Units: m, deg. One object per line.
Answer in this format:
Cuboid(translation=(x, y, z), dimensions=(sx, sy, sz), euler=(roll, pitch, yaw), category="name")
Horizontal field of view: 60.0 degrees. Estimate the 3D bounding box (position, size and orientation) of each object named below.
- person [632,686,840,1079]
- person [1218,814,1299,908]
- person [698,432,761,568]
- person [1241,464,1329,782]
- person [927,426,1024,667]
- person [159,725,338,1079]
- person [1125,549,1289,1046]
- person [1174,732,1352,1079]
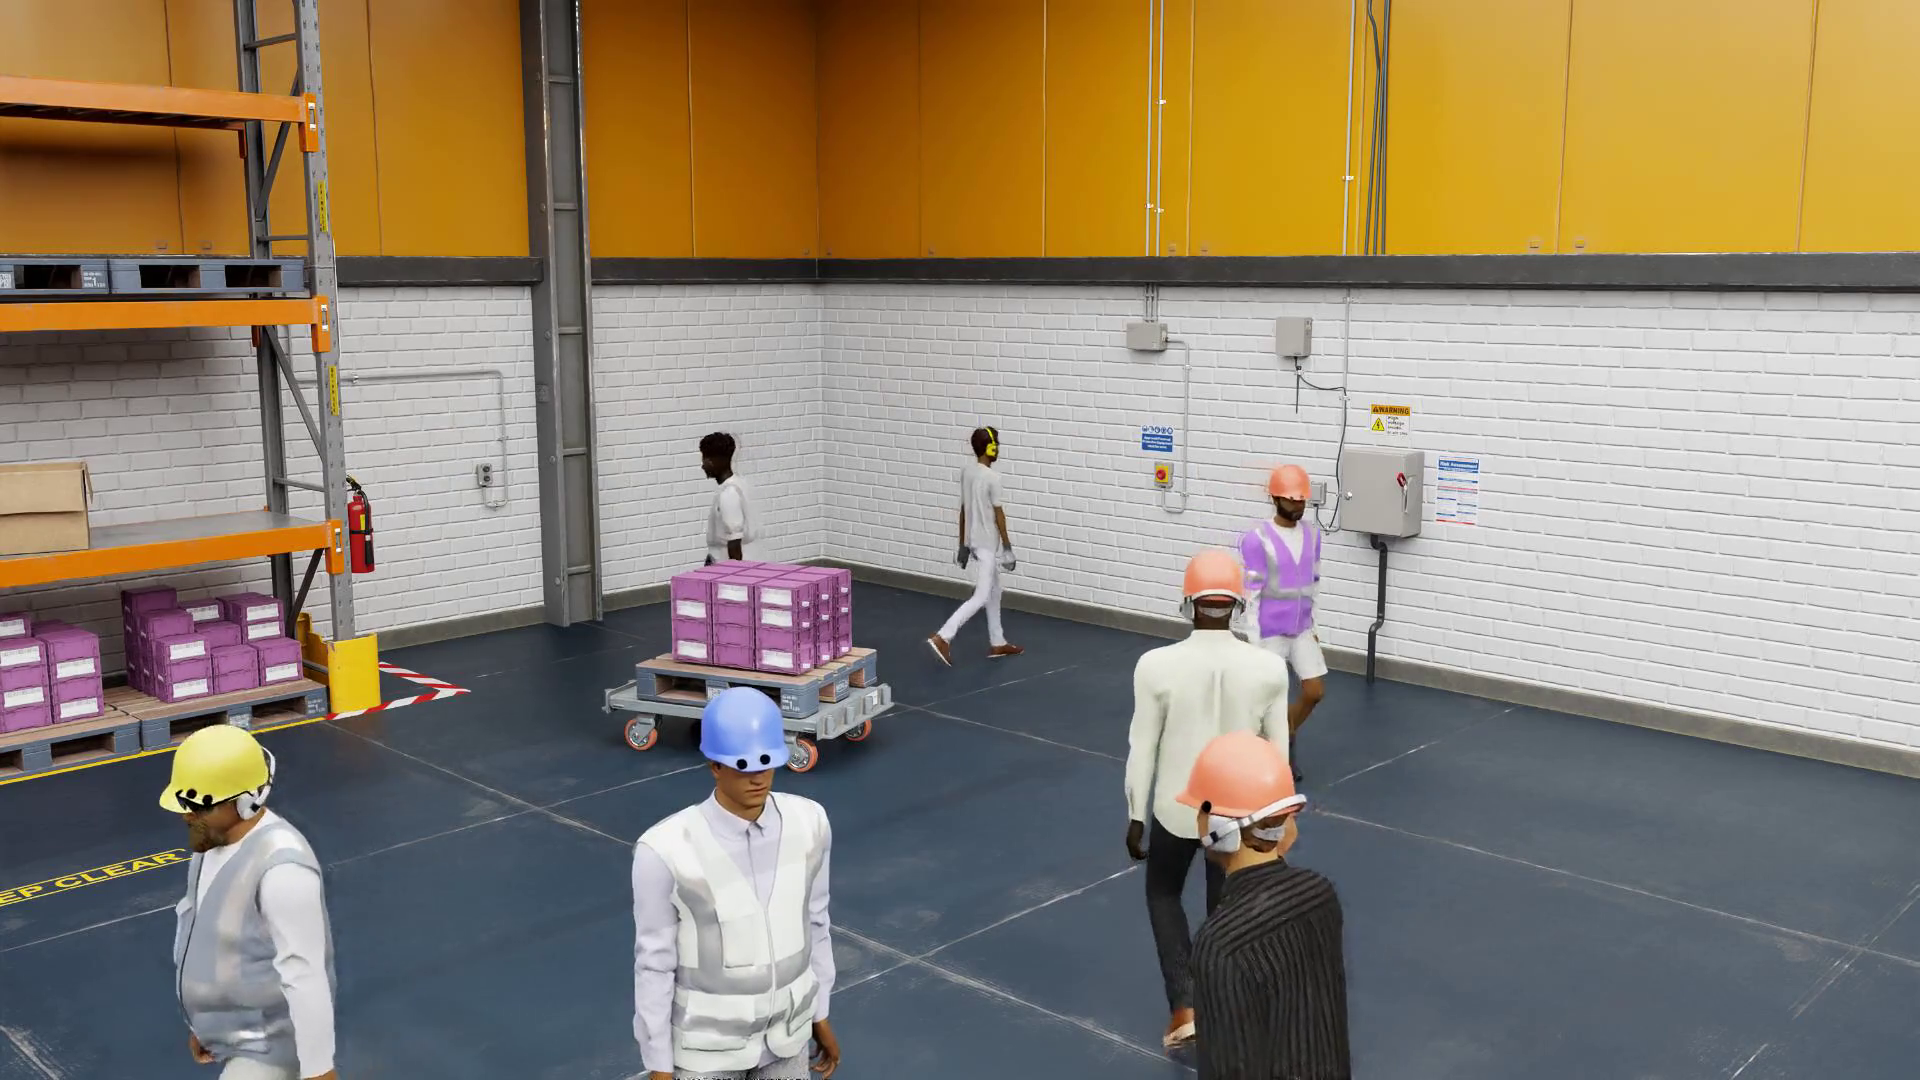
Cuboid(translation=(-0.586, 1.338, 4.503), dimensions=(0.607, 1.947, 0.406), euler=(-7, 12, -37), category="person")
Cuboid(translation=(0.952, 1.457, 4.828), dimensions=(0.689, 1.609, 0.534), euler=(0, 9, 3), category="person")
Cuboid(translation=(-1.694, 0.178, 11.743), dimensions=(1.024, 1.894, 0.654), euler=(1, 9, 5), category="person")
Cuboid(translation=(1.877, 0.509, 9.664), dimensions=(0.566, 1.919, 0.432), euler=(-5, 10, -27), category="person")
Cuboid(translation=(0.127, 0.047, 12.782), dimensions=(0.867, 1.840, 0.526), euler=(-5, 10, -28), category="person")
Cuboid(translation=(-2.064, 1.390, 4.634), dimensions=(0.730, 1.796, 0.626), euler=(-8, 12, -40), category="person")
Cuboid(translation=(0.942, 1.017, 6.353), dimensions=(0.652, 1.979, 0.432), euler=(-1, 9, -5), category="person")
Cuboid(translation=(0.722, 1.432, 3.957), dimensions=(0.764, 1.944, 0.628), euler=(8, 12, 39), category="person")
